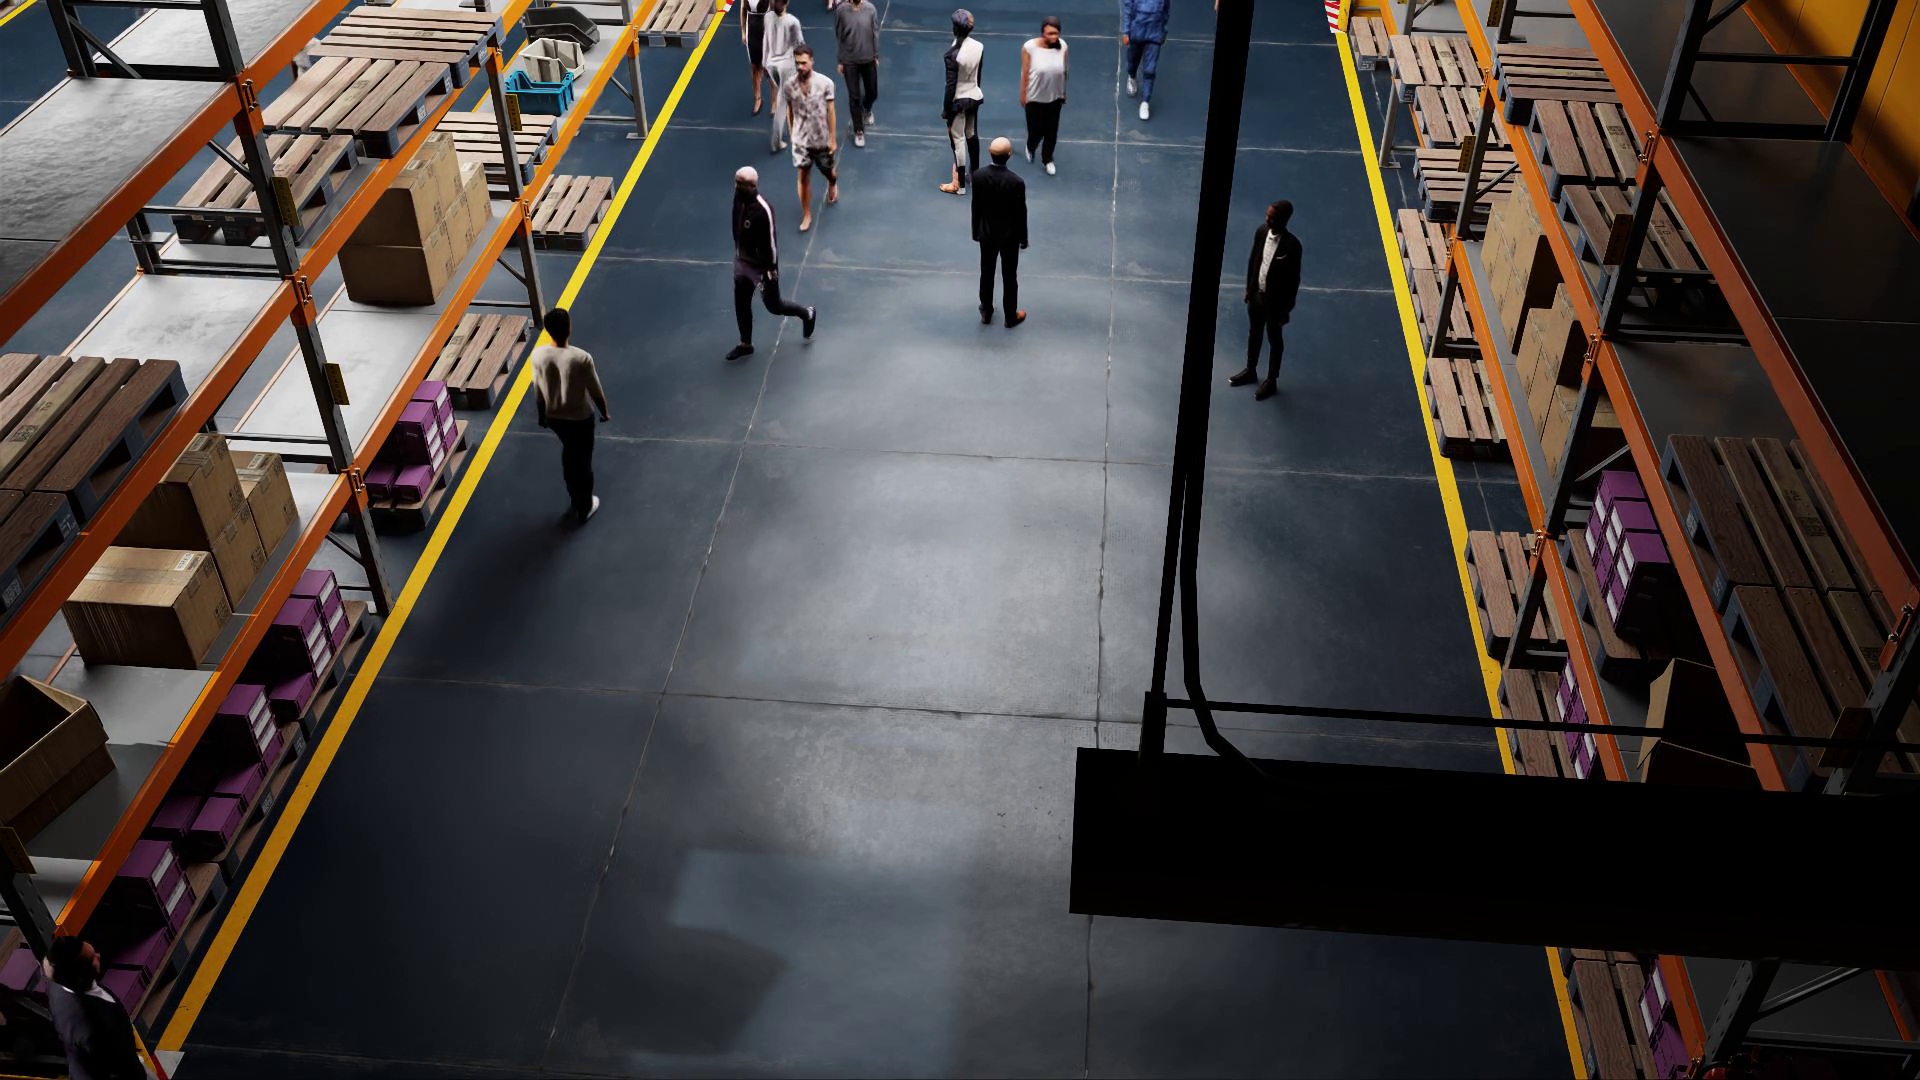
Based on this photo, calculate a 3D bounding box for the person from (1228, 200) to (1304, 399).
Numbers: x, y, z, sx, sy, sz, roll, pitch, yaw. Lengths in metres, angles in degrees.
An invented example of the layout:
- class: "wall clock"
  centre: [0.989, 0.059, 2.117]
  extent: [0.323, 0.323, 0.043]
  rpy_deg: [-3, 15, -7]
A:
- class: "person"
  centre: [2.600, -2.040, 13.936]
  extent: [0.793, 1.801, 0.726]
  rpy_deg: [-26, 45, -29]

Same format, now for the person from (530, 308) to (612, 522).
- class: "person"
  centre: [-2.956, -0.884, 12.491]
  extent: [0.678, 1.799, 0.631]
  rpy_deg: [5, 39, 7]

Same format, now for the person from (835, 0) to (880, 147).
- class: "person"
  centre: [-1.101, -5.197, 17.931]
  extent: [0.775, 1.750, 0.974]
  rpy_deg: [-7, 39, -9]

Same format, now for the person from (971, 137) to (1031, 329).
- class: "person"
  centre: [0.350, -2.734, 14.806]
  extent: [0.747, 1.800, 0.684]
  rpy_deg: [14, 41, 16]

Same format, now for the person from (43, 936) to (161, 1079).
- class: "person"
  centre: [-4.176, 2.635, 7.986]
  extent: [1.265, 1.922, 1.196]
  rpy_deg: [-26, 46, -29]

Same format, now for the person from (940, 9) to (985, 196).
- class: "person"
  centre: [0.028, -4.440, 16.868]
  extent: [0.830, 1.893, 0.735]
  rpy_deg: [29, 47, 31]

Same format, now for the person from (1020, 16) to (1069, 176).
- class: "person"
  centre: [0.862, -4.665, 17.323]
  extent: [0.777, 1.676, 0.812]
  rpy_deg: [-10, 40, -13]

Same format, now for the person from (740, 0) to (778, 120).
- class: "person"
  centre: [-2.195, -5.549, 18.335]
  extent: [0.613, 1.796, 0.530]
  rpy_deg: [9, 40, 11]

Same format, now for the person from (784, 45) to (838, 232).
- class: "person"
  centre: [-1.432, -4.029, 16.433]
  extent: [0.675, 1.794, 1.015]
  rpy_deg: [5, 39, 6]

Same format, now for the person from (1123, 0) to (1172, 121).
- class: "person"
  centre: [2.048, -5.667, 18.490]
  extent: [0.662, 1.787, 1.034]
  rpy_deg: [3, 39, 3]

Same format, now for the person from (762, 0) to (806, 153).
- class: "person"
  centre: [-1.922, -4.951, 17.631]
  extent: [0.875, 1.738, 1.099]
  rpy_deg: [18, 42, 21]

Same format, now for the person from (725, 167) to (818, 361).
- class: "person"
  centre: [-1.664, -2.404, 14.386]
  extent: [1.204, 1.810, 1.138]
  rpy_deg: [-27, 46, -30]
